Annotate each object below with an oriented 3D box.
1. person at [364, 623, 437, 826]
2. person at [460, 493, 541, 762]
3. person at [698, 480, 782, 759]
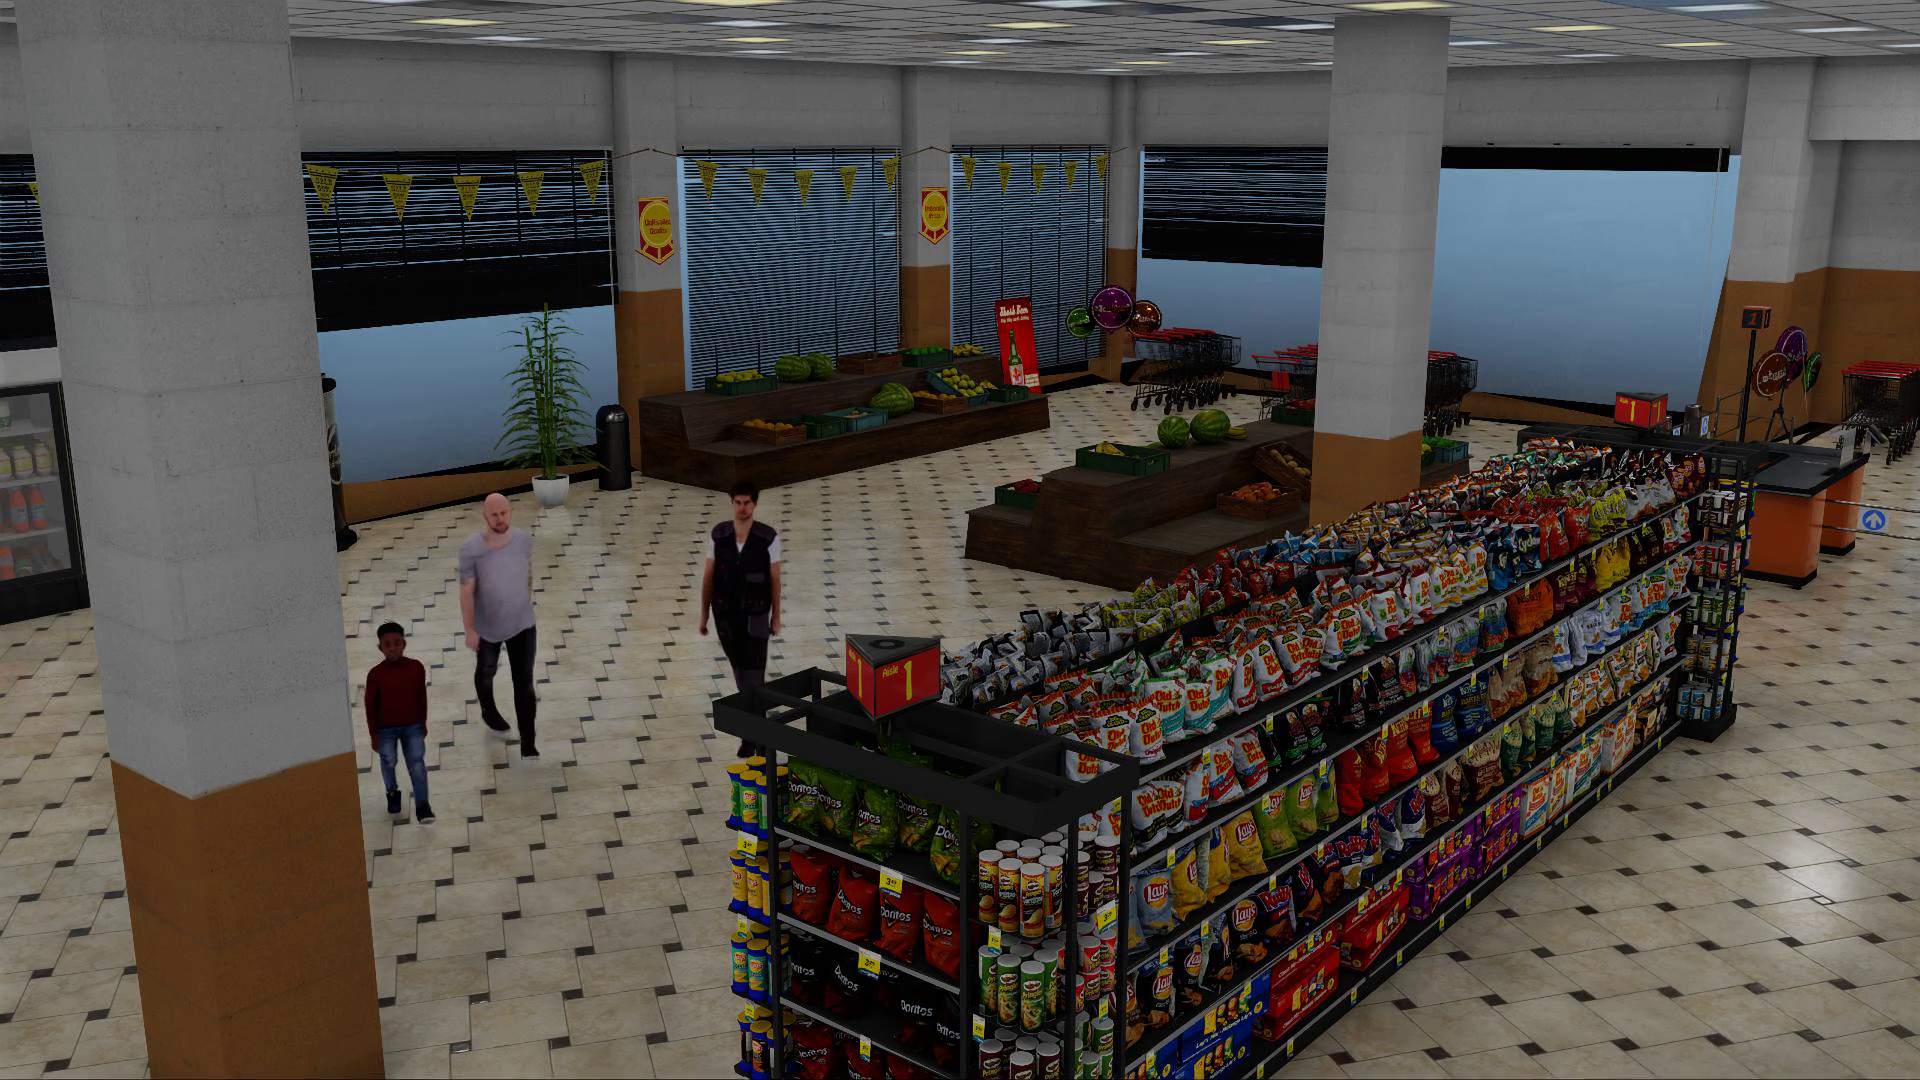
[{"bbox_3d":[-3.398,1.091,10.017,0.856,1.229,0.780,-7,15,-26],"label":"person"},{"bbox_3d":[-3.056,0.561,11.079,1.330,1.758,1.060,-9,16,-32],"label":"person"},{"bbox_3d":[-1.457,0.494,11.254,1.085,1.806,1.289,2,14,7],"label":"person"}]
